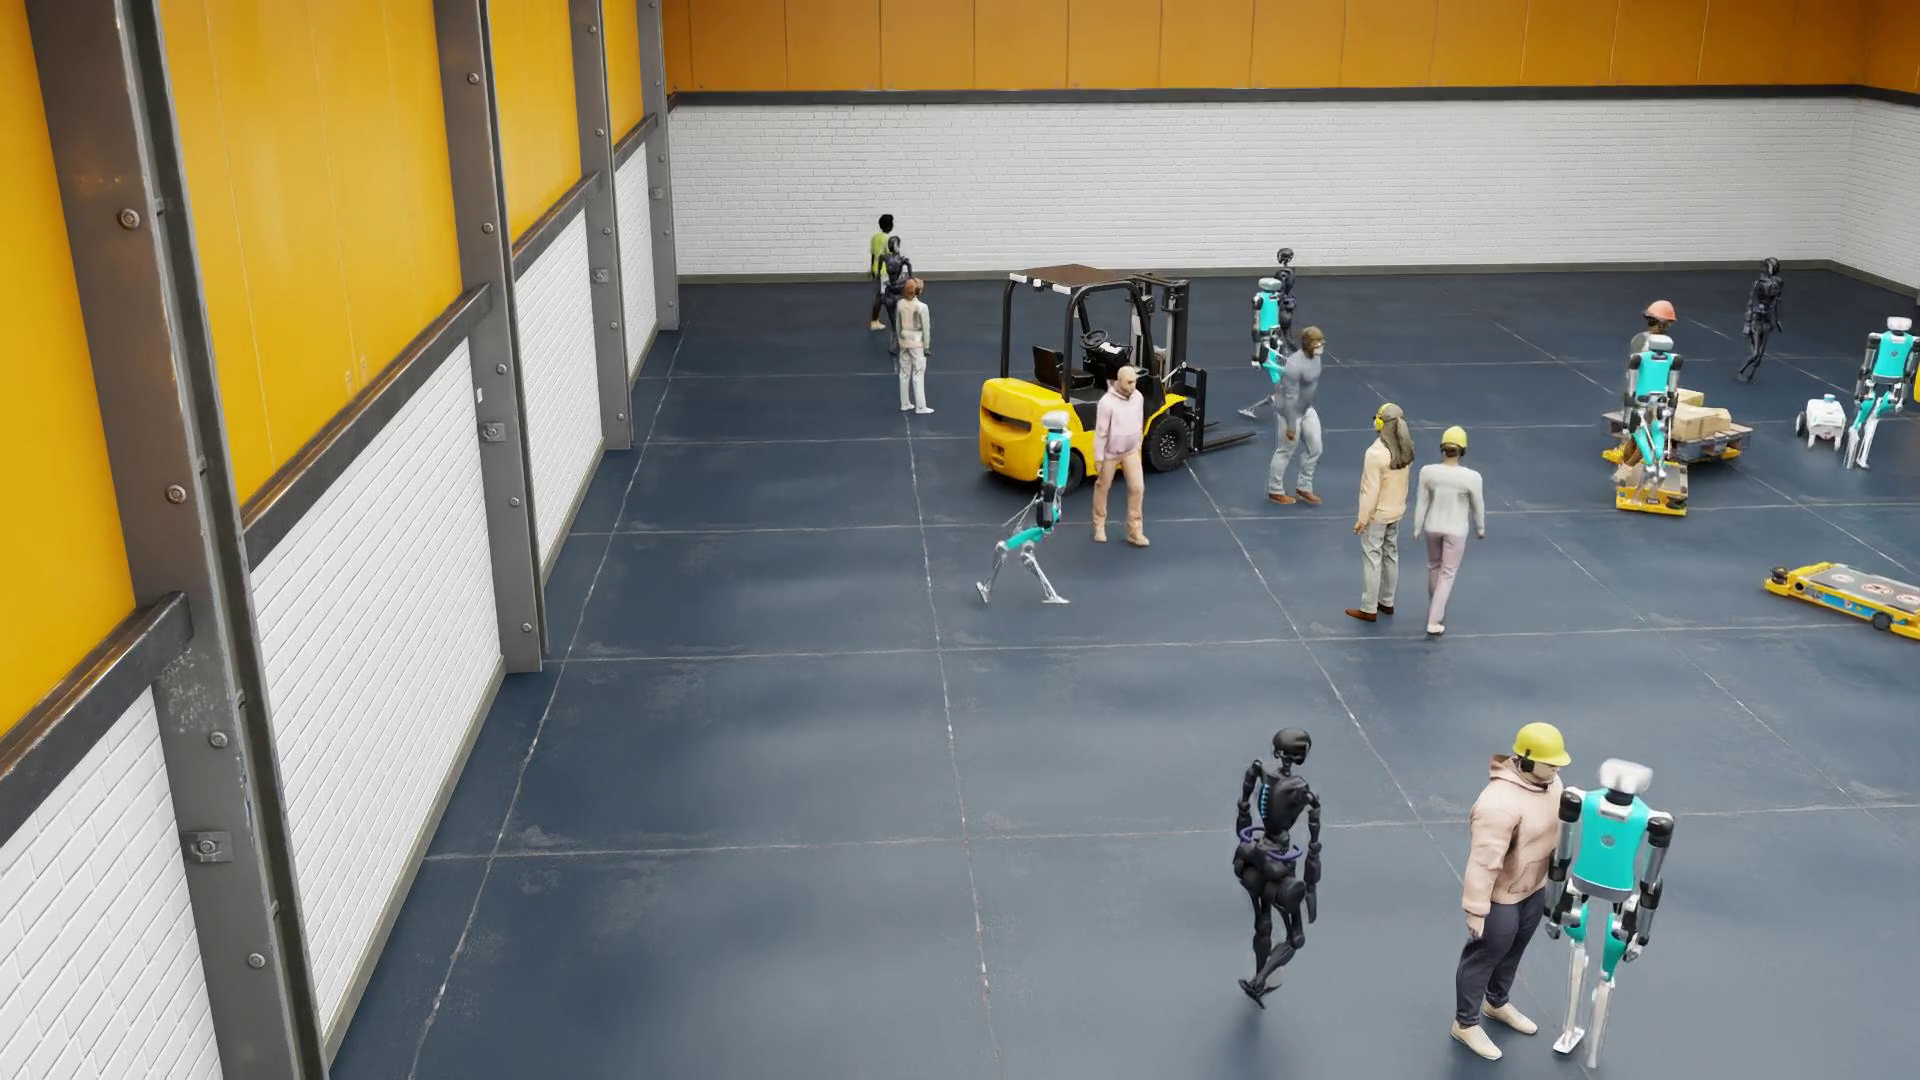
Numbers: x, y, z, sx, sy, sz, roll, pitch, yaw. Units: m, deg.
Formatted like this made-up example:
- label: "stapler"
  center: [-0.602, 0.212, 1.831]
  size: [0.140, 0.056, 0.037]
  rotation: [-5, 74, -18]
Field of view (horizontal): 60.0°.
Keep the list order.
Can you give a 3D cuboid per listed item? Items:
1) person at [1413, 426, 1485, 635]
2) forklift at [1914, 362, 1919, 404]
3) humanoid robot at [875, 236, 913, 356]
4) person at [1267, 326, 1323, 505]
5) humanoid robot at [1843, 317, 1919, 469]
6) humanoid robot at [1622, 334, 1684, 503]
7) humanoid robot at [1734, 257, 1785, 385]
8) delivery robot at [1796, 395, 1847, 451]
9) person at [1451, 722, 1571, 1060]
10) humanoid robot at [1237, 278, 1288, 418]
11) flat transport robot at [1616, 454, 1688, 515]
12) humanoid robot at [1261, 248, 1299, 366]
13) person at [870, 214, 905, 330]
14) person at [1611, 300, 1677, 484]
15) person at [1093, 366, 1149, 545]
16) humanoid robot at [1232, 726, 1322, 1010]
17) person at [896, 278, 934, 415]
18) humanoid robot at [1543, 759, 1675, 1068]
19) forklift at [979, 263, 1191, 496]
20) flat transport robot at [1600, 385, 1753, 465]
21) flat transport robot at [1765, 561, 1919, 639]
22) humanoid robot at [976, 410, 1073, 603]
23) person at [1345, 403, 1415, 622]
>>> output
- label: "person"
  center: [4.031, -0.098, 13.755]
  size: [0.529, 1.730, 0.768]
  rotation: [14, 25, 34]
- label: "forklift"
  center: [12.602, -2.435, 19.475]
  size: [2.313, 2.155, 1.214]
  rotation: [-1, 20, -4]
- label: "humanoid robot"
  center: [-0.912, -3.348, 22.763]
  size: [0.585, 1.620, 0.779]
  rotation: [9, 22, 22]
- label: "person"
  center: [3.398, -1.224, 16.599]
  size: [0.665, 1.899, 0.640]
  rotation: [17, 26, 39]
- label: "humanoid robot"
  center: [9.801, -1.514, 17.779]
  size: [0.534, 1.868, 0.791]
  rotation: [6, 21, 15]
- label: "humanoid robot"
  center: [6.887, -1.090, 16.463]
  size: [0.542, 1.801, 0.720]
  rotation: [0, 20, 0]
- label: "humanoid robot"
  center: [10.214, -2.791, 21.200]
  size: [0.609, 1.644, 0.354]
  rotation: [-8, 22, -22]
- label: "delivery robot"
  center: [9.836, -1.350, 18.919]
  size: [0.499, 0.614, 0.812]
  rotation: [8, 21, 20]
- label: "person"
  center: [2.824, 1.760, 8.532]
  size: [0.796, 1.858, 0.443]
  rotation: [-16, 25, -37]
- label: "humanoid robot"
  center: [3.756, -2.141, 19.395]
  size: [1.043, 1.758, 0.551]
  rotation: [17, 26, 39]
- label: "flat transport robot"
  center: [7.153, -0.574, 17.191]
  size: [0.659, 0.231, 1.431]
  rotation: [8, 22, 20]
- label: "humanoid robot"
  center: [4.318, -3.026, 21.922]
  size: [0.781, 1.642, 0.600]
  rotation: [6, 21, 17]
- label: "person"
  center: [-1.013, -3.919, 24.276]
  size: [0.831, 1.662, 0.537]
  rotation: [-13, 24, -32]
- label: "person"
  center: [7.016, -1.437, 17.016]
  size: [0.461, 2.014, 0.649]
  rotation: [-1, 20, -2]
- label: "person"
  center: [1.515, -0.780, 15.620]
  size: [0.557, 1.750, 0.679]
  rotation: [-10, 22, -24]
- label: "humanoid robot"
  center: [1.630, 1.741, 8.852]
  size: [0.404, 1.646, 0.614]
  rotation: [-14, 25, -34]
- label: "person"
  center: [-0.561, -2.326, 19.970]
  size: [0.514, 1.641, 0.313]
  rotation: [18, 27, 40]
- label: "humanoid robot"
  center: [3.275, 1.887, 8.450]
  size: [0.553, 1.852, 0.705]
  rotation: [12, 23, 29]
- label: "forklift"
  center: [1.315, -1.764, 17.646]
  size: [2.313, 2.155, 1.214]
  rotation: [-14, 24, -33]
- label: "flat transport robot"
  center: [7.856, -0.997, 18.344]
  size: [1.431, 0.231, 0.659]
  rotation: [-10, 23, -26]
- label: "flat transport robot"
  center: [7.773, 0.496, 14.277]
  size: [0.659, 0.231, 1.431]
  rotation: [-13, 24, -31]
- label: "humanoid robot"
  center: [0.493, -0.257, 14.246]
  size: [0.915, 1.787, 0.549]
  rotation: [4, 21, 12]
- label: "person"
  center: [3.543, -0.226, 13.913]
  size: [0.566, 1.875, 0.400]
  rotation: [-16, 25, -36]
